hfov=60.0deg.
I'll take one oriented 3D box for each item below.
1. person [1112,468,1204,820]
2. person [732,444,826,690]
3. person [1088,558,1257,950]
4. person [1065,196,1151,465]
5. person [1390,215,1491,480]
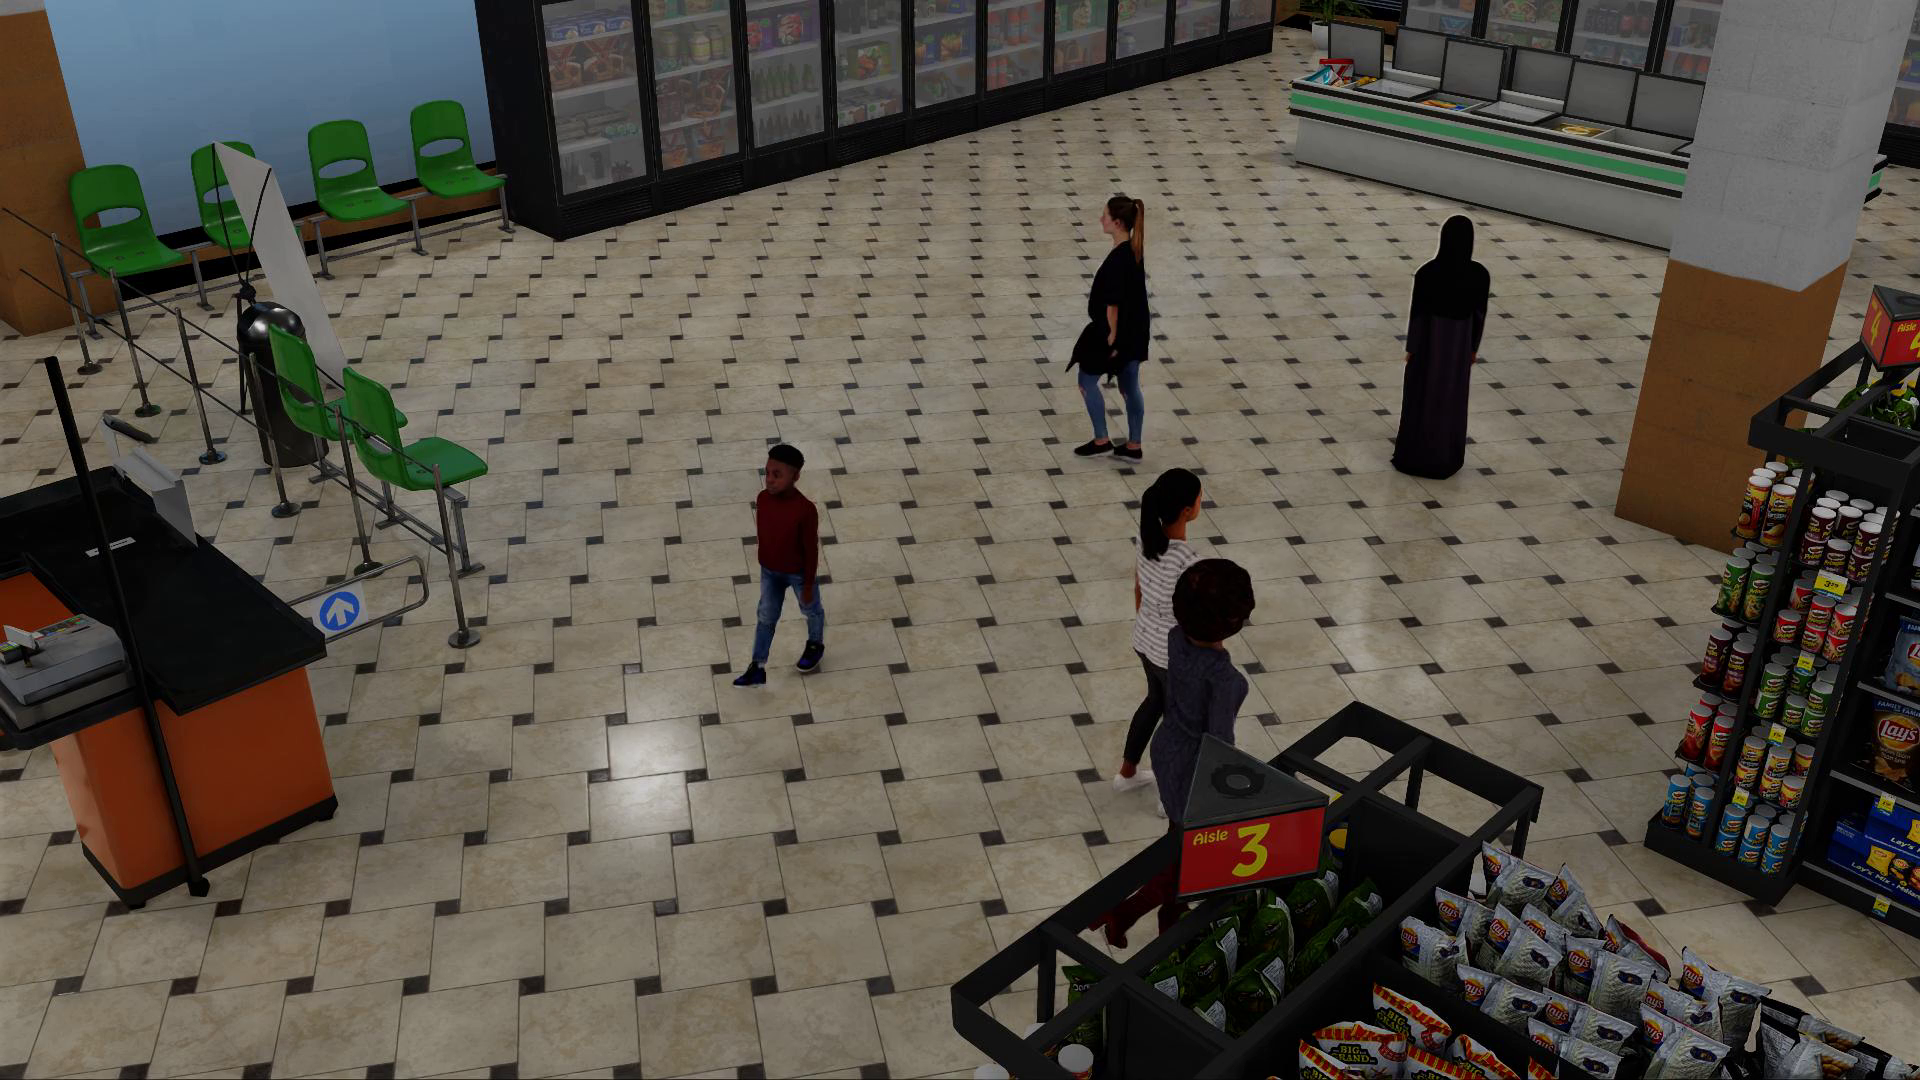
[{"bbox_3d":[0.826,0.465,6.878,0.727,1.642,0.641,-13,31,-22],"label":"person"},{"bbox_3d":[-0.779,0.098,7.978,0.816,1.231,0.726,15,32,25],"label":"person"},{"bbox_3d":[0.774,0.864,6.093,0.861,1.693,0.864,-13,31,-22],"label":"person"},{"bbox_3d":[1.039,-1.218,9.930,0.768,1.671,0.717,16,32,26],"label":"person"},{"bbox_3d":[2.856,-1.147,9.858,0.695,1.614,0.768,3,29,6],"label":"person"}]
